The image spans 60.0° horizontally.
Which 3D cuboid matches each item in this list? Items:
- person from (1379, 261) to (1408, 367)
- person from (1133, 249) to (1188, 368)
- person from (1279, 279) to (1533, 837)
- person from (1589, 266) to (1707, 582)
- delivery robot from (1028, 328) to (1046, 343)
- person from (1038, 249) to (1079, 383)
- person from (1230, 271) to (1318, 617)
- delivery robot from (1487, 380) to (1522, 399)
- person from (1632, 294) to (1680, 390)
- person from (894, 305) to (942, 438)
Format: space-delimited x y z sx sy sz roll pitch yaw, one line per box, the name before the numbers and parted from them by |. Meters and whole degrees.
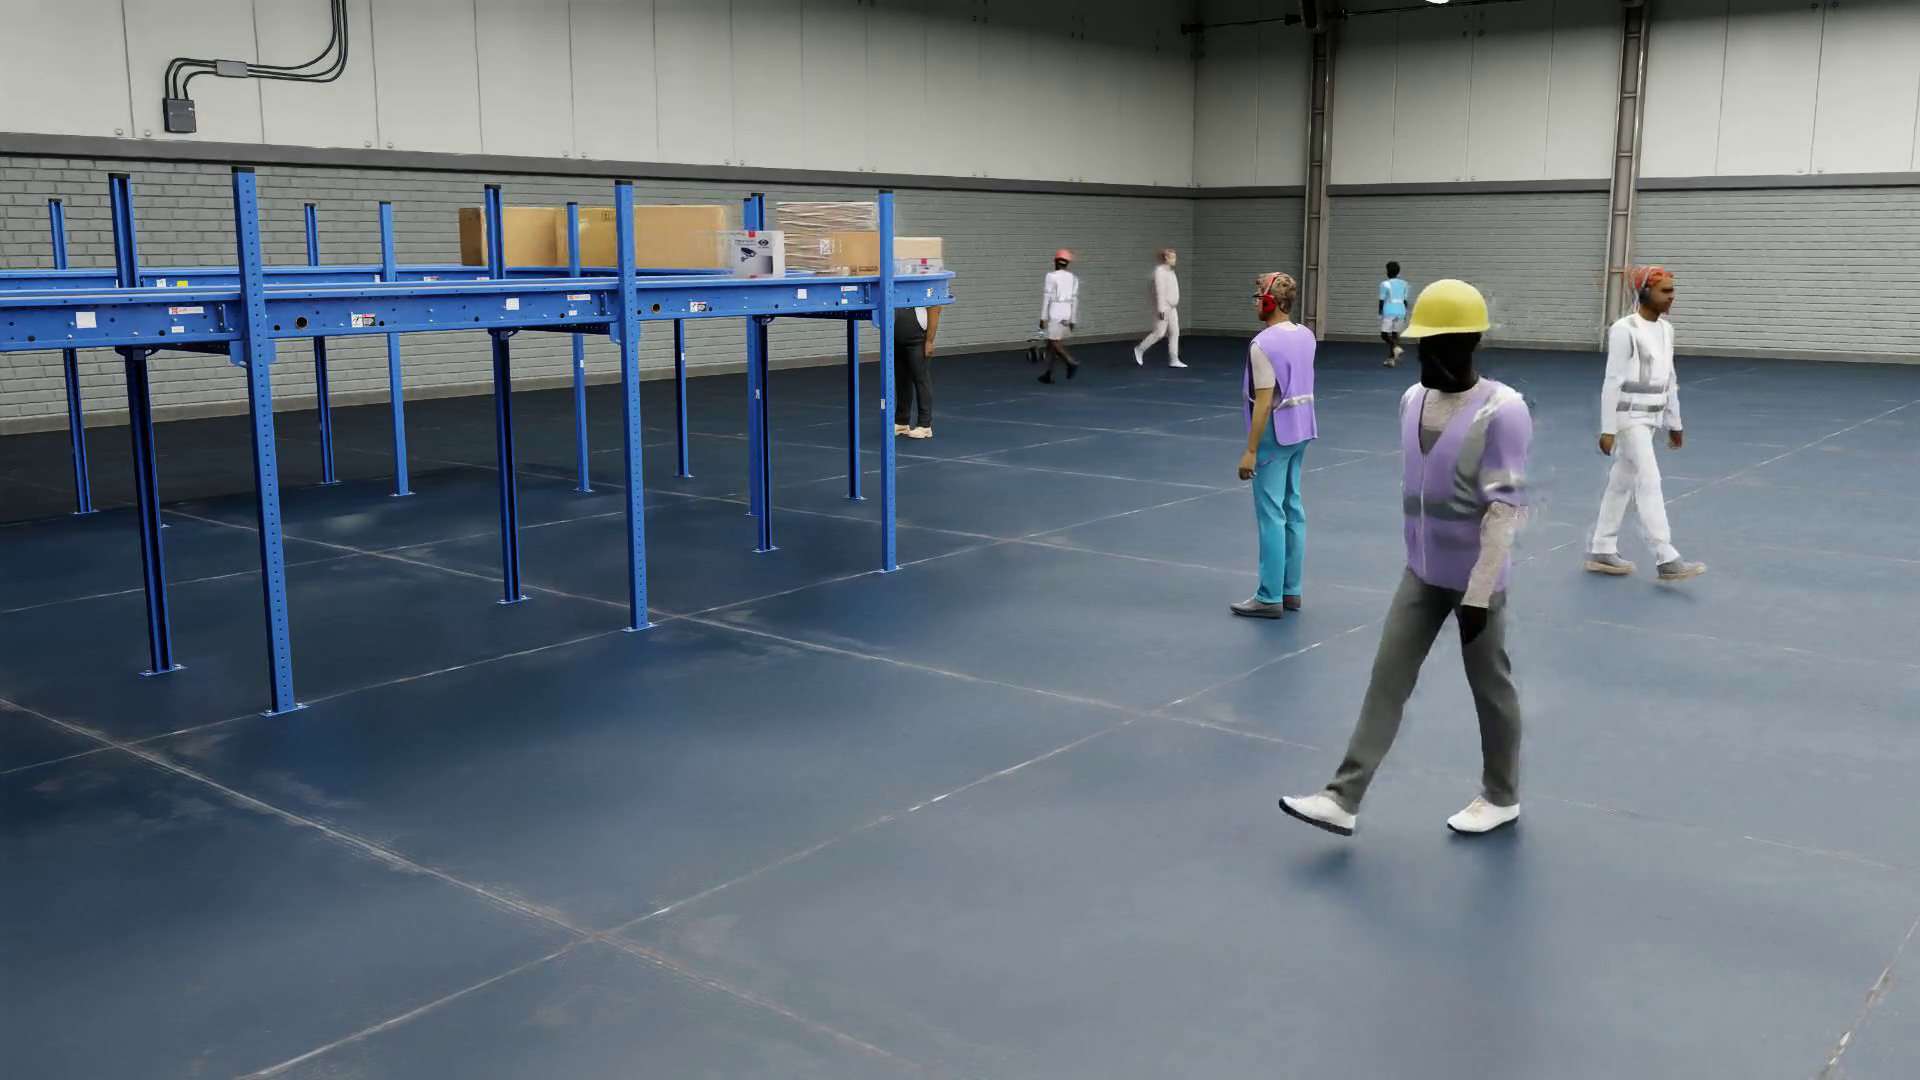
person | 6.947 -3.594 26.525 0.542 1.685 0.567 -4 11 -22
person | 3.203 -3.680 26.444 0.796 1.880 0.644 6 12 29
person | 1.549 0.097 5.488 0.958 1.876 0.616 -5 11 -25
person | 4.159 -0.675 9.858 0.606 1.848 0.869 -9 14 -42
delivery robot | 1.369 -3.431 27.864 0.335 0.223 0.698 -3 11 -18
person | 1.445 -3.160 23.518 0.624 1.894 0.681 -9 14 -41
person | 1.713 -0.513 8.975 0.389 1.847 0.563 8 13 38
delivery robot | 5.577 -1.459 17.661 0.707 0.478 0.477 6 12 28
person | 9.074 -2.766 22.008 0.861 1.647 0.544 3 11 16
person | -0.544 -2.055 17.103 0.538 2.000 0.690 -9 14 -41
